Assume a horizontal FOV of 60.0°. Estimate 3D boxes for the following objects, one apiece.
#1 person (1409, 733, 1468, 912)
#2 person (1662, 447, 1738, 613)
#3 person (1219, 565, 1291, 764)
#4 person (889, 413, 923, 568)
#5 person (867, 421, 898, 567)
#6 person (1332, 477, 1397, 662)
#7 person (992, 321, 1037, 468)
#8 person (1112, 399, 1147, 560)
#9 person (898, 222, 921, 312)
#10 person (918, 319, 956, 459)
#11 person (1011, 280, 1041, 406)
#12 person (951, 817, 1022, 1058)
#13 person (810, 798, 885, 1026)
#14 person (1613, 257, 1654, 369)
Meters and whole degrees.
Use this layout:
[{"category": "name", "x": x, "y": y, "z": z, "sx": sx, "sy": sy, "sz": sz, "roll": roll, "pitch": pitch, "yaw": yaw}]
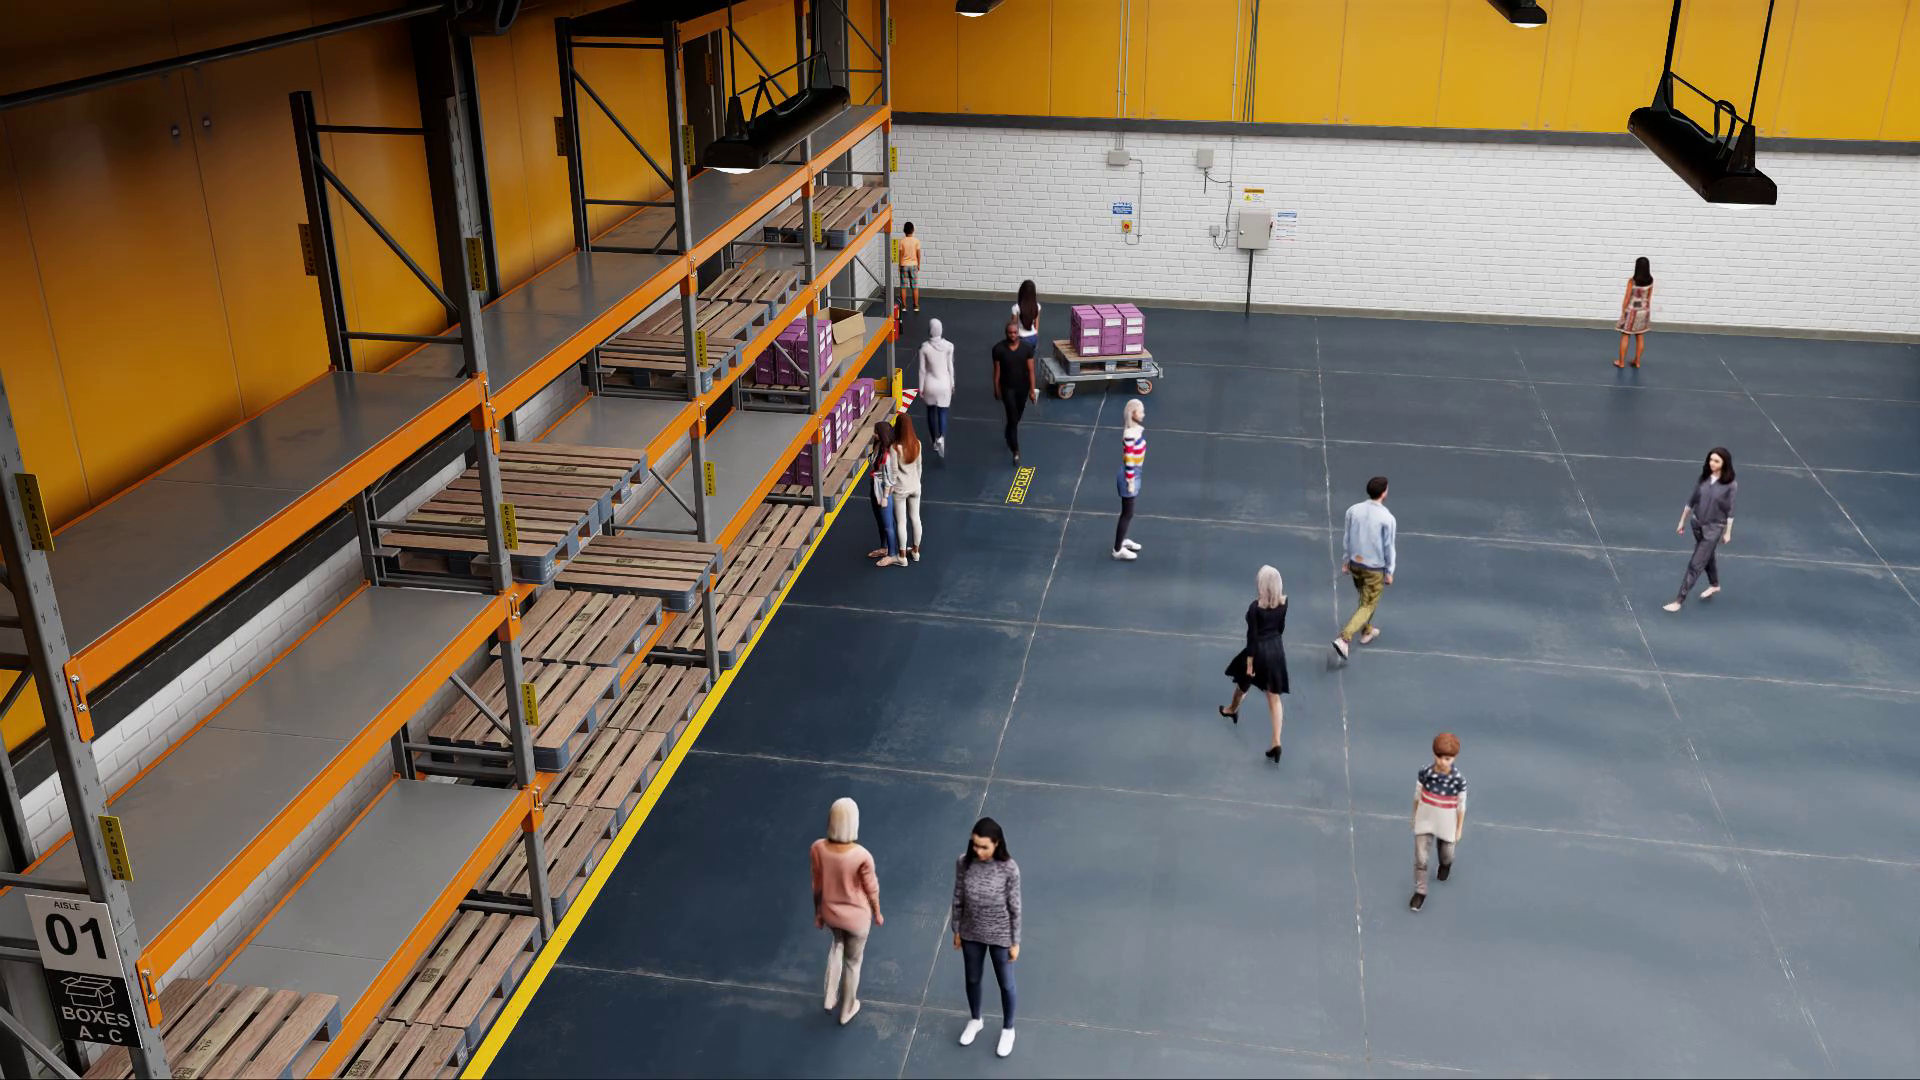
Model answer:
[{"category": "person", "x": 3.549, "y": 2.039, "z": 12.326, "sx": 0.669, "sy": 1.425, "sz": 0.874, "roll": 12, "pitch": 26, "yaw": 25}, {"category": "person", "x": 7.650, "y": -0.115, "z": 16.901, "sx": 1.184, "sy": 1.709, "sz": 1.161, "roll": -14, "pitch": 27, "yaw": -29}, {"category": "person", "x": 2.636, "y": 1.079, "z": 14.187, "sx": 1.065, "sy": 1.695, "sz": 1.239, "roll": -11, "pitch": 26, "yaw": -23}, {"category": "person", "x": -0.578, "y": -0.548, "z": 17.886, "sx": 0.678, "sy": 1.713, "sz": 0.746, "roll": -17, "pitch": 29, "yaw": -34}, {"category": "person", "x": -0.831, "y": -0.517, "z": 17.940, "sx": 0.731, "sy": 1.613, "sz": 0.626, "roll": -10, "pitch": 25, "yaw": -21}, {"category": "person", "x": 3.849, "y": 0.290, "z": 15.881, "sx": 1.246, "sy": 1.783, "sz": 1.113, "roll": -20, "pitch": 30, "yaw": -38}, {"category": "person", "x": 0.660, "y": -1.884, "z": 20.862, "sx": 0.969, "sy": 1.777, "sz": 1.303, "roll": -4, "pitch": 24, "yaw": -10}, {"category": "person", "x": 1.838, "y": -0.680, "z": 18.072, "sx": 0.726, "sy": 1.806, "sz": 0.488, "roll": 7, "pitch": 24, "yaw": 15}, {"category": "person", "x": -0.837, "y": -4.474, "z": 27.184, "sx": 0.575, "sy": 1.459, "sz": 0.580, "roll": -4, "pitch": 24, "yaw": -9}, {"category": "person", "x": -0.277, "y": -1.870, "z": 20.863, "sx": 0.790, "sy": 1.750, "sz": 1.088, "roll": -3, "pitch": 24, "yaw": -6}, {"category": "person", "x": 0.935, "y": -2.633, "z": 22.604, "sx": 0.957, "sy": 1.753, "sz": 1.052, "roll": -13, "pitch": 27, "yaw": -28}, {"category": "person", "x": 0.189, "y": 2.538, "z": 10.804, "sx": 0.648, "sy": 1.731, "sz": 0.581, "roll": 8, "pitch": 25, "yaw": 17}, {"category": "person", "x": -0.785, "y": 2.491, "z": 10.931, "sx": 0.678, "sy": 1.714, "sz": 0.698, "roll": 11, "pitch": 26, "yaw": 23}, {"category": "person", "x": 9.900, "y": -3.339, "z": 24.359, "sx": 0.731, "sy": 1.642, "sz": 0.660, "roll": -4, "pitch": 24, "yaw": -8}]
